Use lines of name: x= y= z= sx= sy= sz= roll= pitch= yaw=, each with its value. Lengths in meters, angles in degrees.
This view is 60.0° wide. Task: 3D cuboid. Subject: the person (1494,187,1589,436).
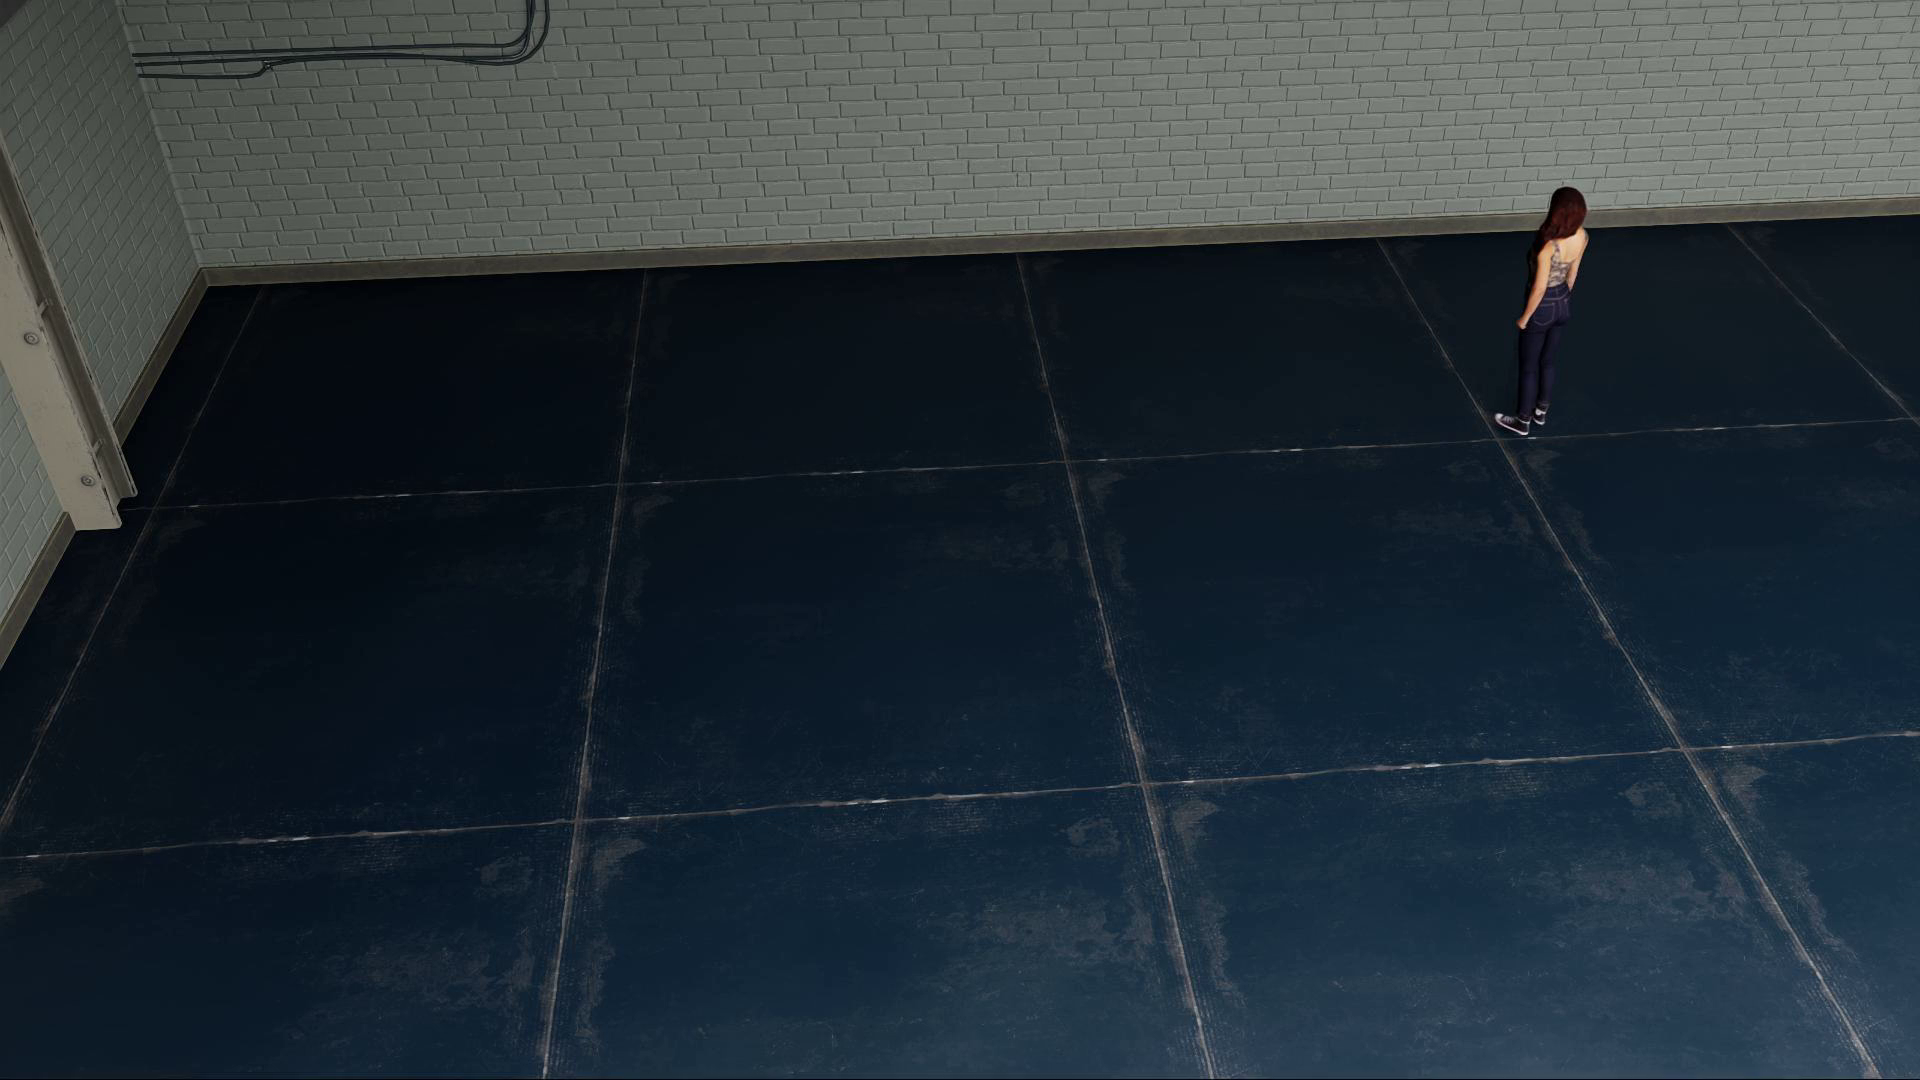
person: x=3.915 y=-1.522 z=11.091 sx=0.700 sy=1.769 sz=0.711 roll=-23 pitch=44 yaw=-27
